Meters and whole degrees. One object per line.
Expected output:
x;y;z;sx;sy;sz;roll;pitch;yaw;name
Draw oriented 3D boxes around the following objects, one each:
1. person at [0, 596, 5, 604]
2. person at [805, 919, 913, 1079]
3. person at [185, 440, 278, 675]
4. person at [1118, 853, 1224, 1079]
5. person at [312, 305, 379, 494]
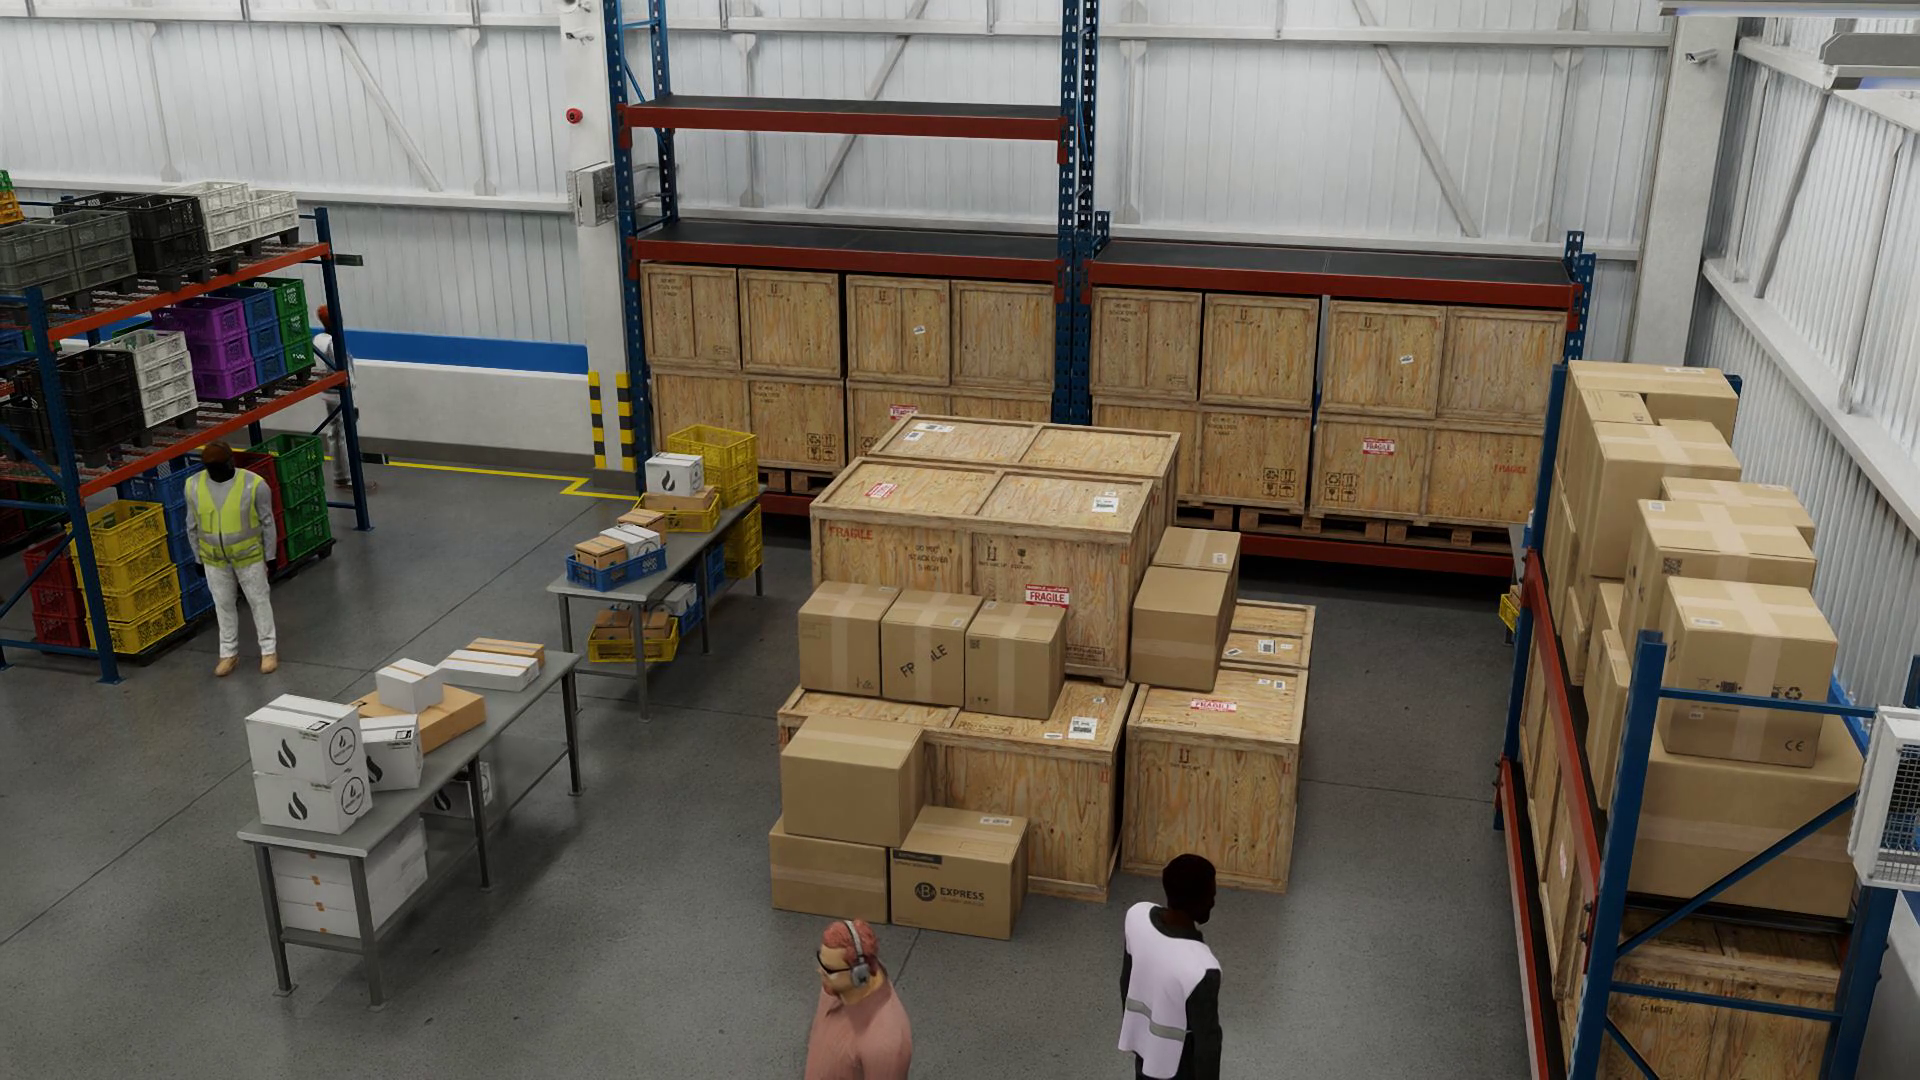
-8.219;-0.318;13.522;0.373;1.940;0.630;4;21;9;person
-0.412;2.337;6.635;0.400;1.901;0.645;-7;22;-17;person
-5.447;0.131;12.491;0.624;1.837;0.430;-2;21;-5;person
0.883;2.179;7.017;0.374;1.917;0.597;-11;24;-27;person
-6.103;-1.393;16.419;0.591;1.879;0.371;18;28;40;person
